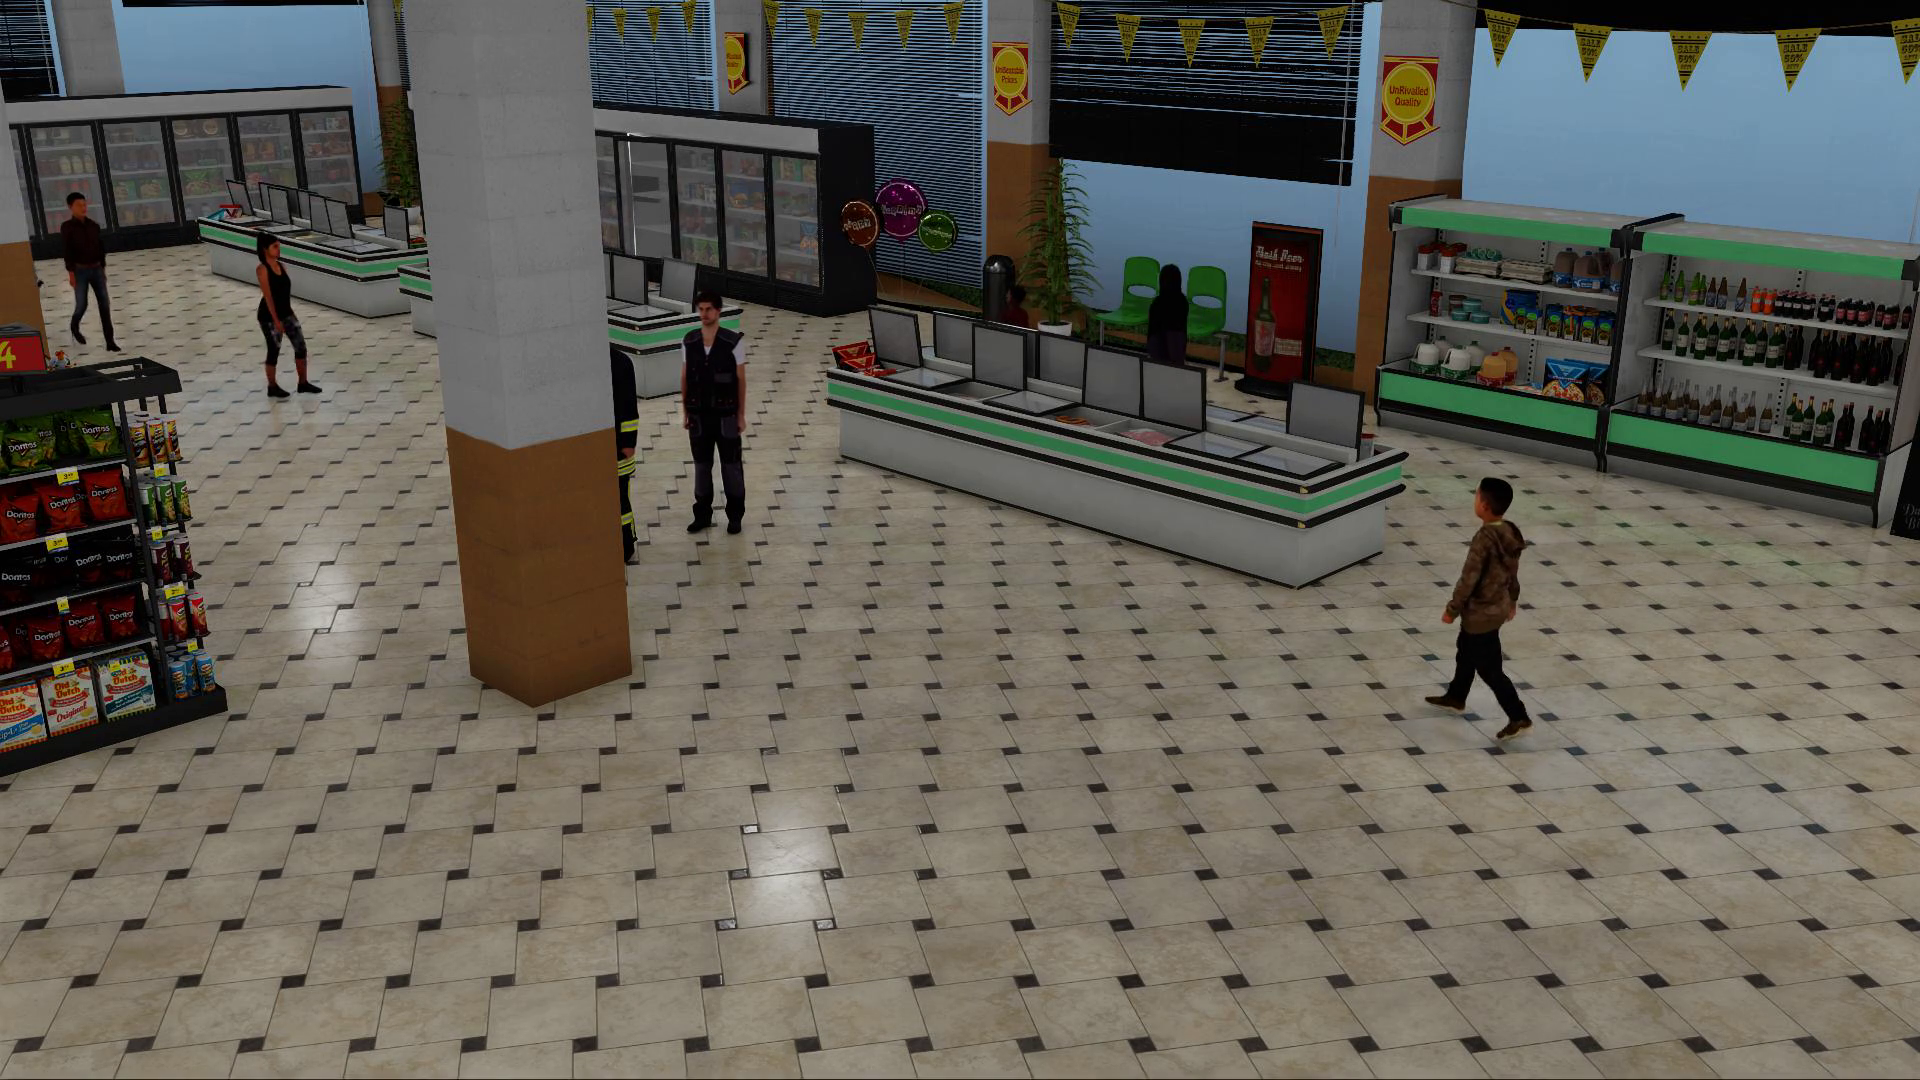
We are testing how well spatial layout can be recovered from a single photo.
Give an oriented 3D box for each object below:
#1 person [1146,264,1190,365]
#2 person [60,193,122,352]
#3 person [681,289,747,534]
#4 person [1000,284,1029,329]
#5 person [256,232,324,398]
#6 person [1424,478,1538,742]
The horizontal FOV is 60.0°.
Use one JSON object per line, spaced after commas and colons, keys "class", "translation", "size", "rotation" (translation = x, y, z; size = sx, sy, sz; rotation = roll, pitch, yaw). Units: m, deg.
{"class": "person", "translation": [1.893, -1.660, 14.959], "size": [0.719, 1.601, 0.955], "rotation": [-11, 22, -30]}
{"class": "person", "translation": [-9.848, -2.983, 18.655], "size": [1.168, 1.747, 0.761], "rotation": [14, 23, 35]}
{"class": "person", "translation": [-1.846, -0.967, 12.517], "size": [0.708, 1.848, 0.795], "rotation": [3, 19, 8]}
{"class": "person", "translation": [0.570, -1.826, 16.006], "size": [0.502, 1.247, 0.507], "rotation": [-17, 25, -41]}
{"class": "person", "translation": [-6.878, -2.225, 16.562], "size": [0.885, 1.647, 0.781], "rotation": [6, 19, 16]}
{"class": "person", "translation": [2.945, 0.400, 9.112], "size": [0.946, 1.434, 0.591], "rotation": [16, 24, 39]}
